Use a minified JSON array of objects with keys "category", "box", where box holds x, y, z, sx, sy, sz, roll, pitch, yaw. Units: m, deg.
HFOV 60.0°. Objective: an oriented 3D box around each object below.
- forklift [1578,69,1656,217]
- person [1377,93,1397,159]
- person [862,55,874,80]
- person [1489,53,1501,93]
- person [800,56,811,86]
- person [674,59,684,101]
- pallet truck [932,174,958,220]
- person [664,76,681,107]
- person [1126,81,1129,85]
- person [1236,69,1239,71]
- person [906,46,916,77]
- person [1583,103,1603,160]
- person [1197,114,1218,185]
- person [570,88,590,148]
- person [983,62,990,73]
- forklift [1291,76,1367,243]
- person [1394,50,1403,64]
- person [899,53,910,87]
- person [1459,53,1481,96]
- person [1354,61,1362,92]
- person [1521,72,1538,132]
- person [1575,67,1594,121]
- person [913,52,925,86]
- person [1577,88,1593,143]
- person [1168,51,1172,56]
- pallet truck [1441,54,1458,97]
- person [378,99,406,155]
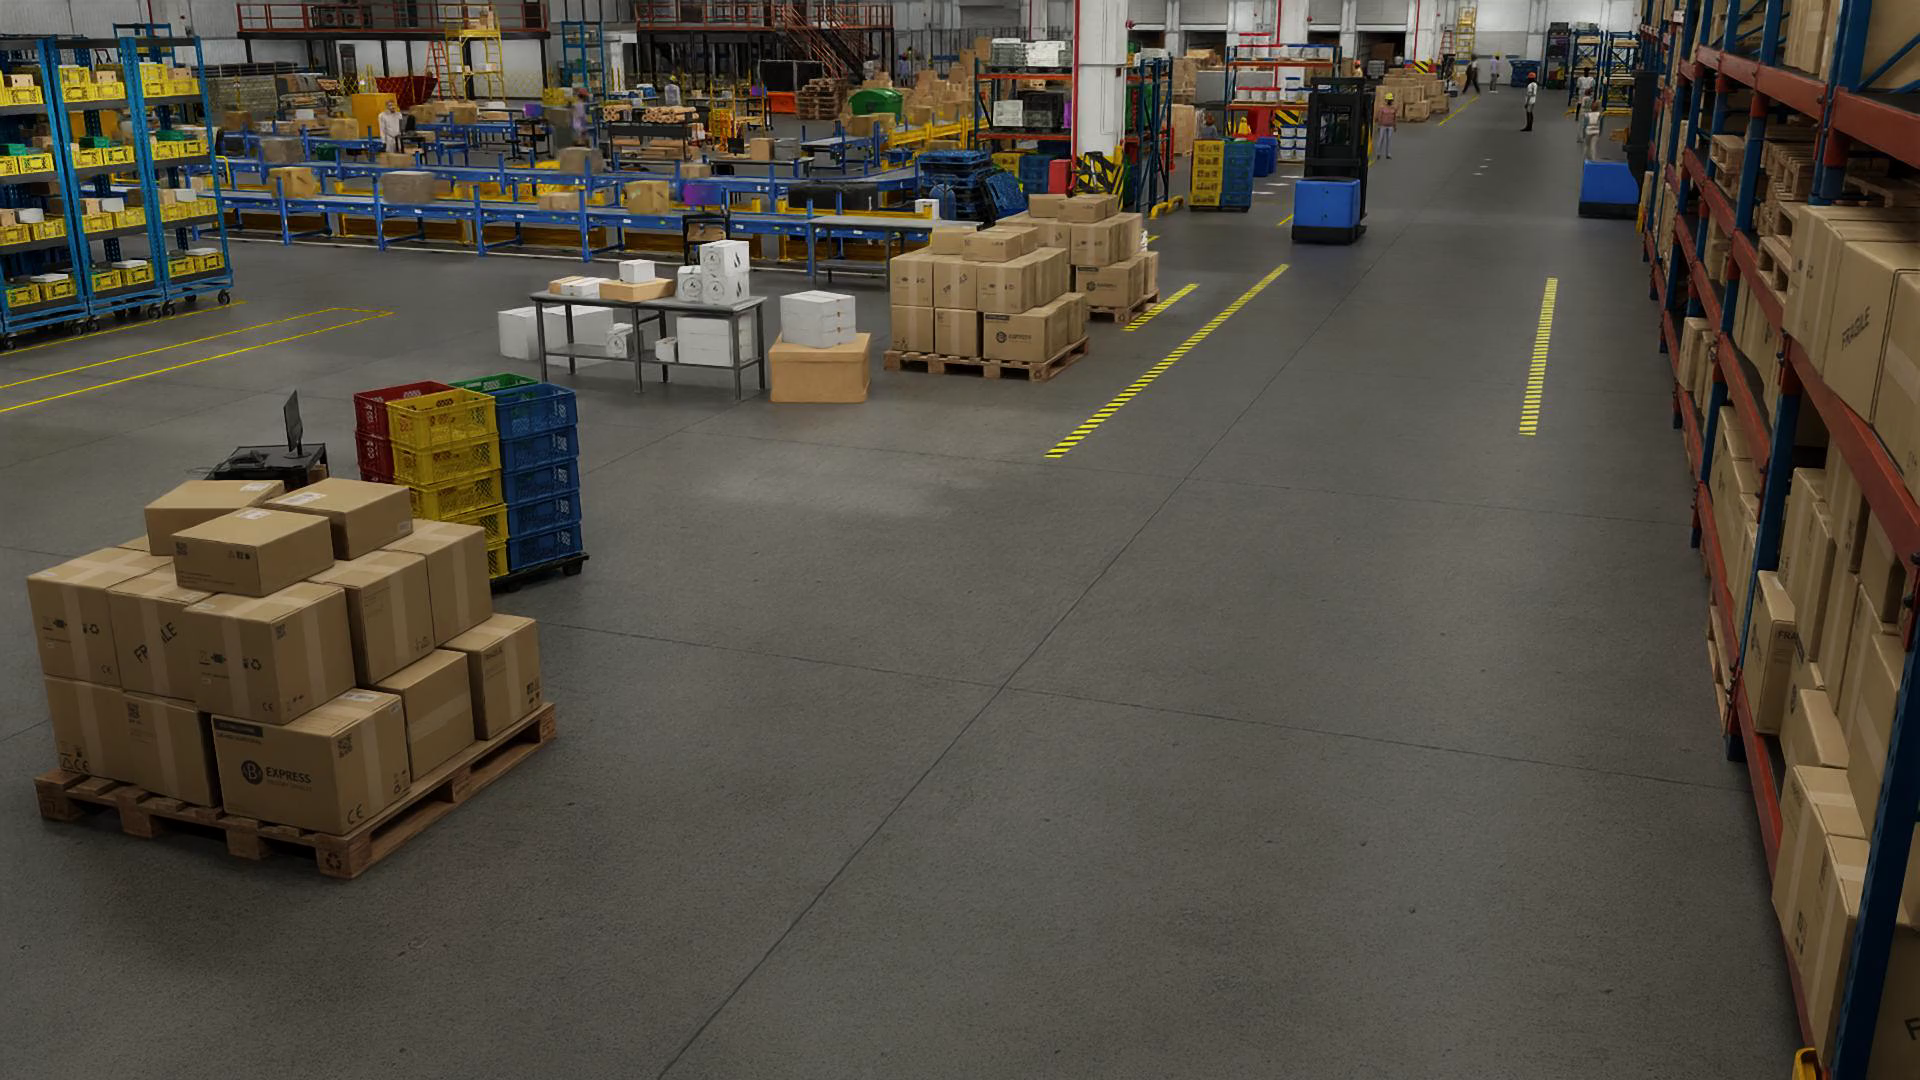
[{"category":"forklift","box":[13.219,-7.740,32.475,1.873,2.768,1.129,6,19,18]},{"category":"person","box":[11.705,-11.336,45.583,0.523,1.769,0.315,0,18,0]},{"category":"person","box":[-4.557,-22.802,81.438,0.586,1.860,0.732,12,21,33]},{"category":"person","box":[26.613,-23.224,82.676,0.388,1.926,0.590,-6,19,-18]},{"category":"person","box":[-7.108,-21.498,77.291,0.711,1.894,0.615,-11,21,-32]},{"category":"person","box":[-12.747,-20.723,74.962,0.573,1.833,0.523,-10,20,-27]},{"category":"pallet truck","box":[-0.507,-5.292,27.348,0.653,1.274,1.630,6,19,19]},{"category":"person","box":[-9.680,-14.762,56.258,0.588,1.822,0.403,9,20,26]},{"category":"person","box":[7.694,-21.722,78.115,0.980,1.832,0.598,-5,18,-17]},{"category":"person","box":[10.205,-16.463,61.556,0.515,1.854,0.529,8,19,23]},{"category":"person","box":[-2.995,-29.211,101.638,0.621,1.837,0.429,-7,19,-20]},{"category":"person","box":[16.789,-10.792,44.158,0.496,1.596,0.879,6,19,19]},{"category":"person","box":[5.792,-9.114,38.816,0.279,1.633,0.497,-10,20,-29]},{"category":"person","box":[-9.900,-10.792,43.546,1.036,1.976,0.712,-5,18,-14]},{"category":"person","box":[1.297,-21.280,76.885,0.659,1.716,0.511,-8,19,-24]},{"category":"forklift","box":[6.598,-6.755,29.381,1.129,2.768,1.873,6,19,19]},{"category":"person","box":[23.743,-25.565,90.131,0.534,1.864,0.310,7,19,21]},{"category":"person","box":[-2.768,-23.220,82.672,0.586,1.916,0.523,0,18,1]},{"category":"person","box":[24.598,-22.380,79.837,1.050,2.000,0.691,-2,18,-5]},{"category":"person","box":[16.658,-19.127,69.812,0.390,1.930,0.540,9,20,26]},{"category":"person","box":[19.207,-14.764,56.077,0.357,1.938,0.545,13,22,36]},{"category":"person","box":[22.979,-16.406,61.214,0.606,1.955,0.395,3,18,8]},{"category":"person","box":[-2.027,-22.769,81.155,0.652,1.980,0.435,3,18,9]},{"category":"person","box":[19.335,-13.125,51.411,0.311,1.638,0.523,-1,18,-3]},{"category":"person","box":[11.345,-25.718,90.684,0.631,1.824,0.647,-14,23,-38]},{"category":"pallet truck","box":[22.765,-21.886,78.355,0.823,1.965,1.885,-4,18,-14]},{"category":"person","box":[-13.561,-9.583,39.868,0.401,1.899,0.635,16,23,40]}]
